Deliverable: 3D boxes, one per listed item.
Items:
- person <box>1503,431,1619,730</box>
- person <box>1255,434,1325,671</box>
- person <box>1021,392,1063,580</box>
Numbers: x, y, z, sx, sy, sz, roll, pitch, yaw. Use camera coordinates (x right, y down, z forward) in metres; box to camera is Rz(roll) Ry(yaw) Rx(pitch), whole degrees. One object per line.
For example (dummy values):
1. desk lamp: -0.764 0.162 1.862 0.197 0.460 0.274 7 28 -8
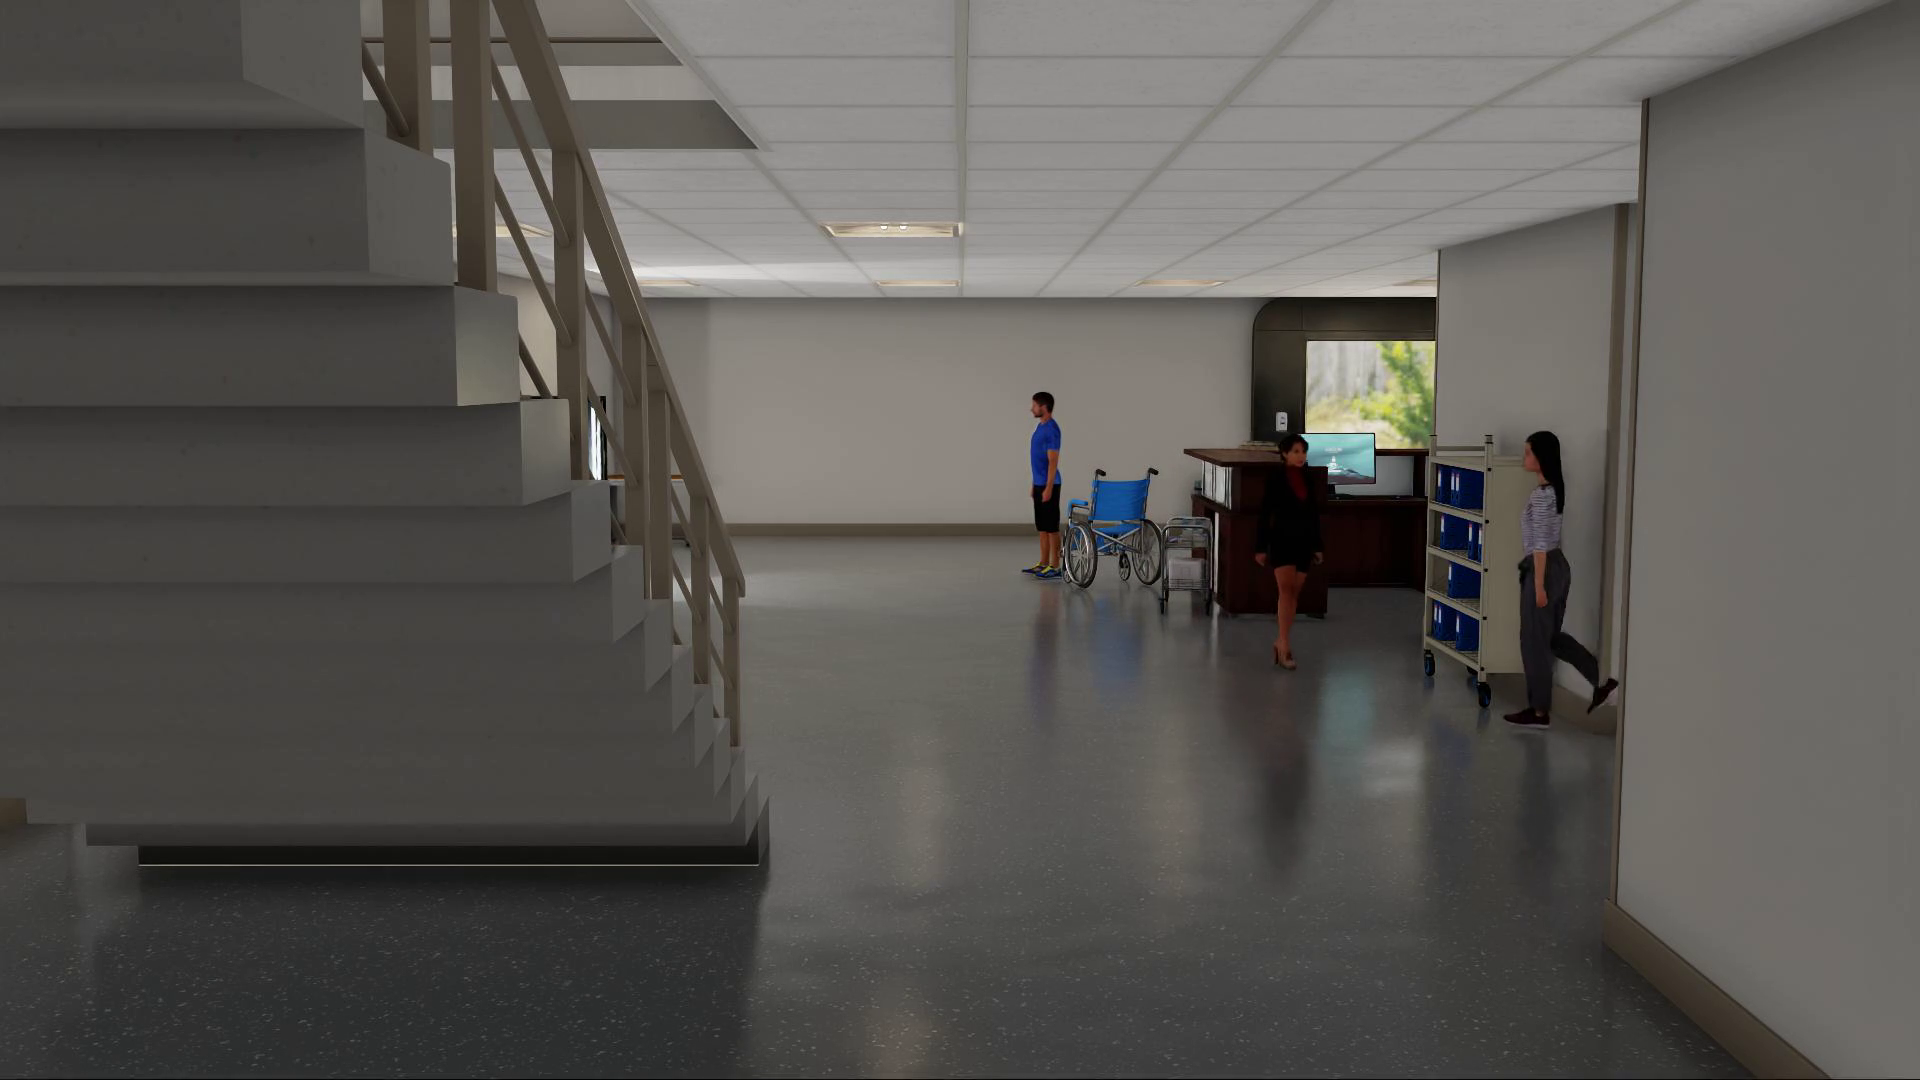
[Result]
1. person: 3.436 0.240 9.522 0.931 1.721 0.923 4 7 36
2. person: 2.246 0.086 11.535 0.702 1.626 0.749 -2 6 -21
3. person: 0.871 -0.551 16.662 0.734 1.867 0.594 -2 6 -17
